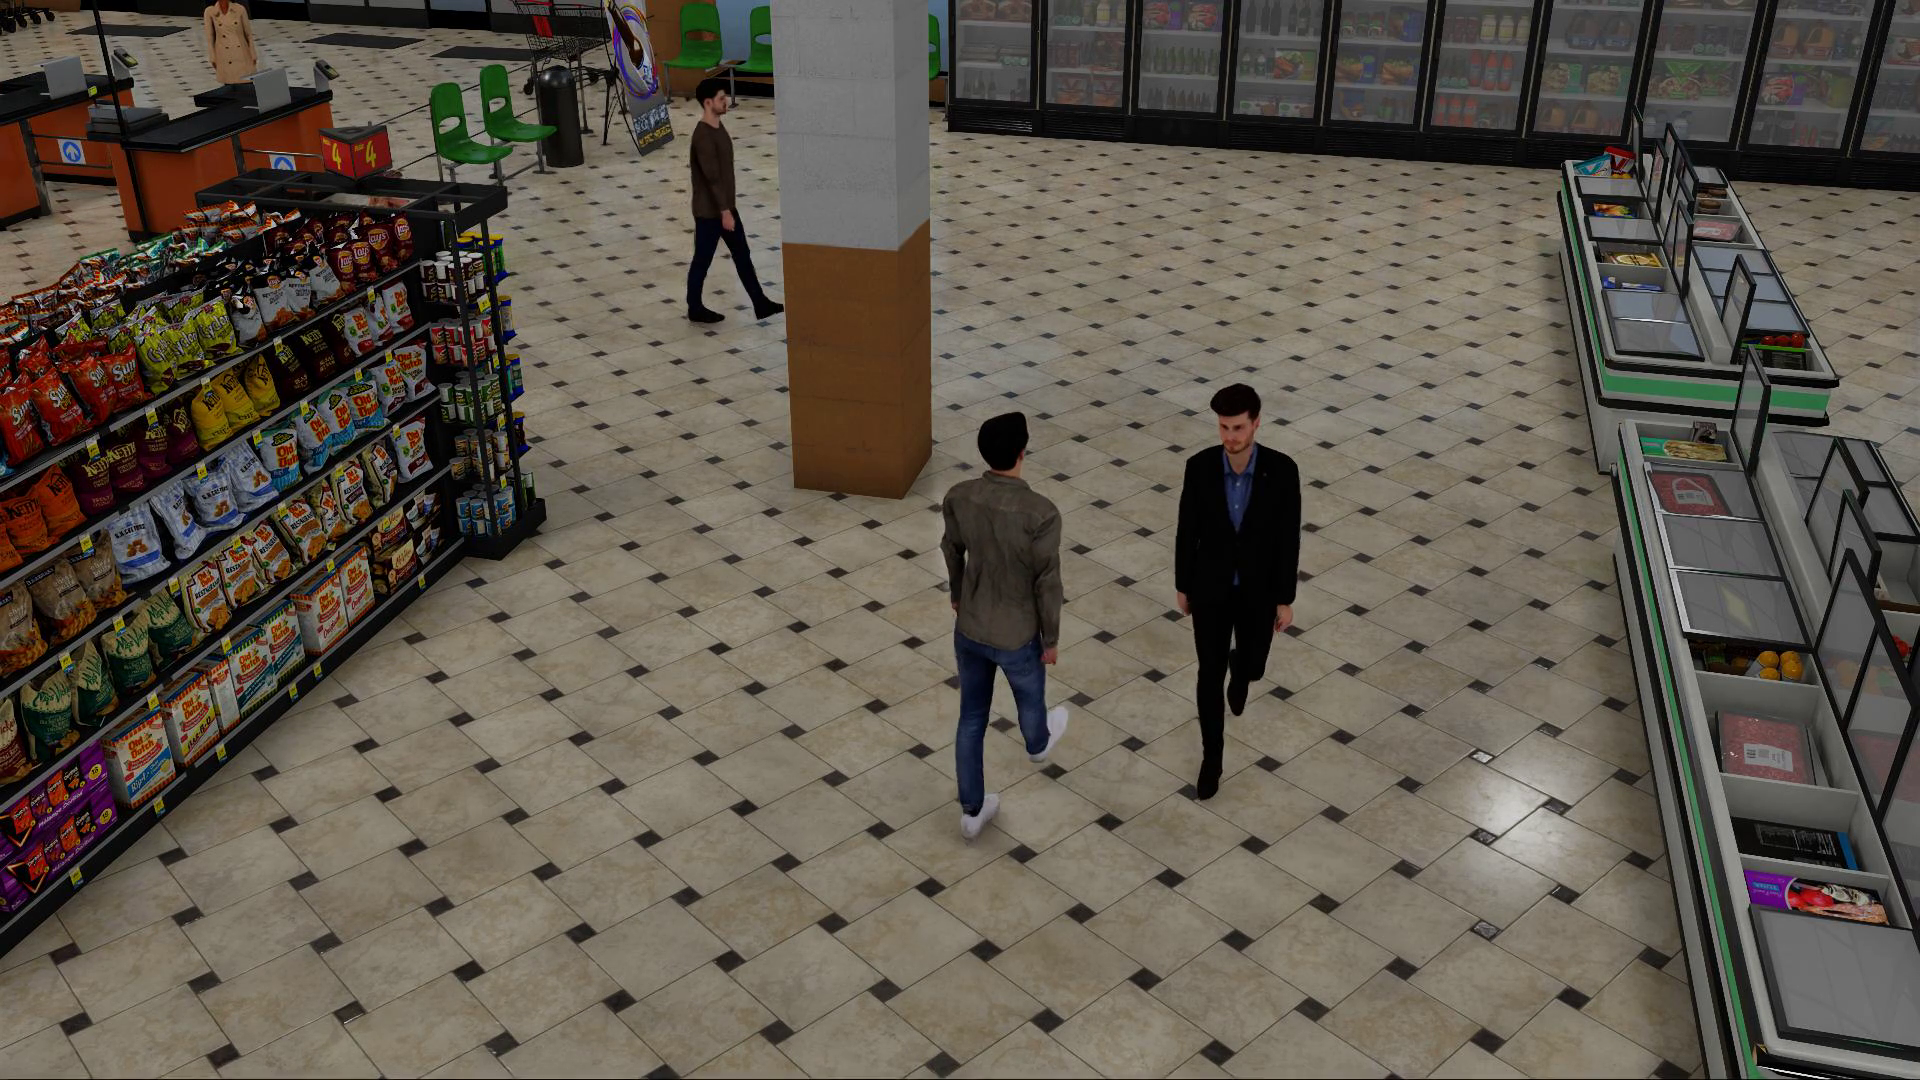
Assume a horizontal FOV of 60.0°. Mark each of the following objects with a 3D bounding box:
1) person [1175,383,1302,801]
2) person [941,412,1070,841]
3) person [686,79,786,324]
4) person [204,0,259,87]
[{"bbox_3d":[1.204,0.169,7.208,0.705,1.859,1.049,6,27,11],"label":"person"},{"bbox_3d":[0.113,0.406,6.777,0.845,1.826,1.149,12,29,22],"label":"person"},{"bbox_3d":[-1.924,-2.488,12.456,0.805,1.851,1.008,3,27,7],"label":"person"},{"bbox_3d":[-7.872,-5.222,18.033,0.717,1.682,0.739,-10,29,-20],"label":"person"}]
